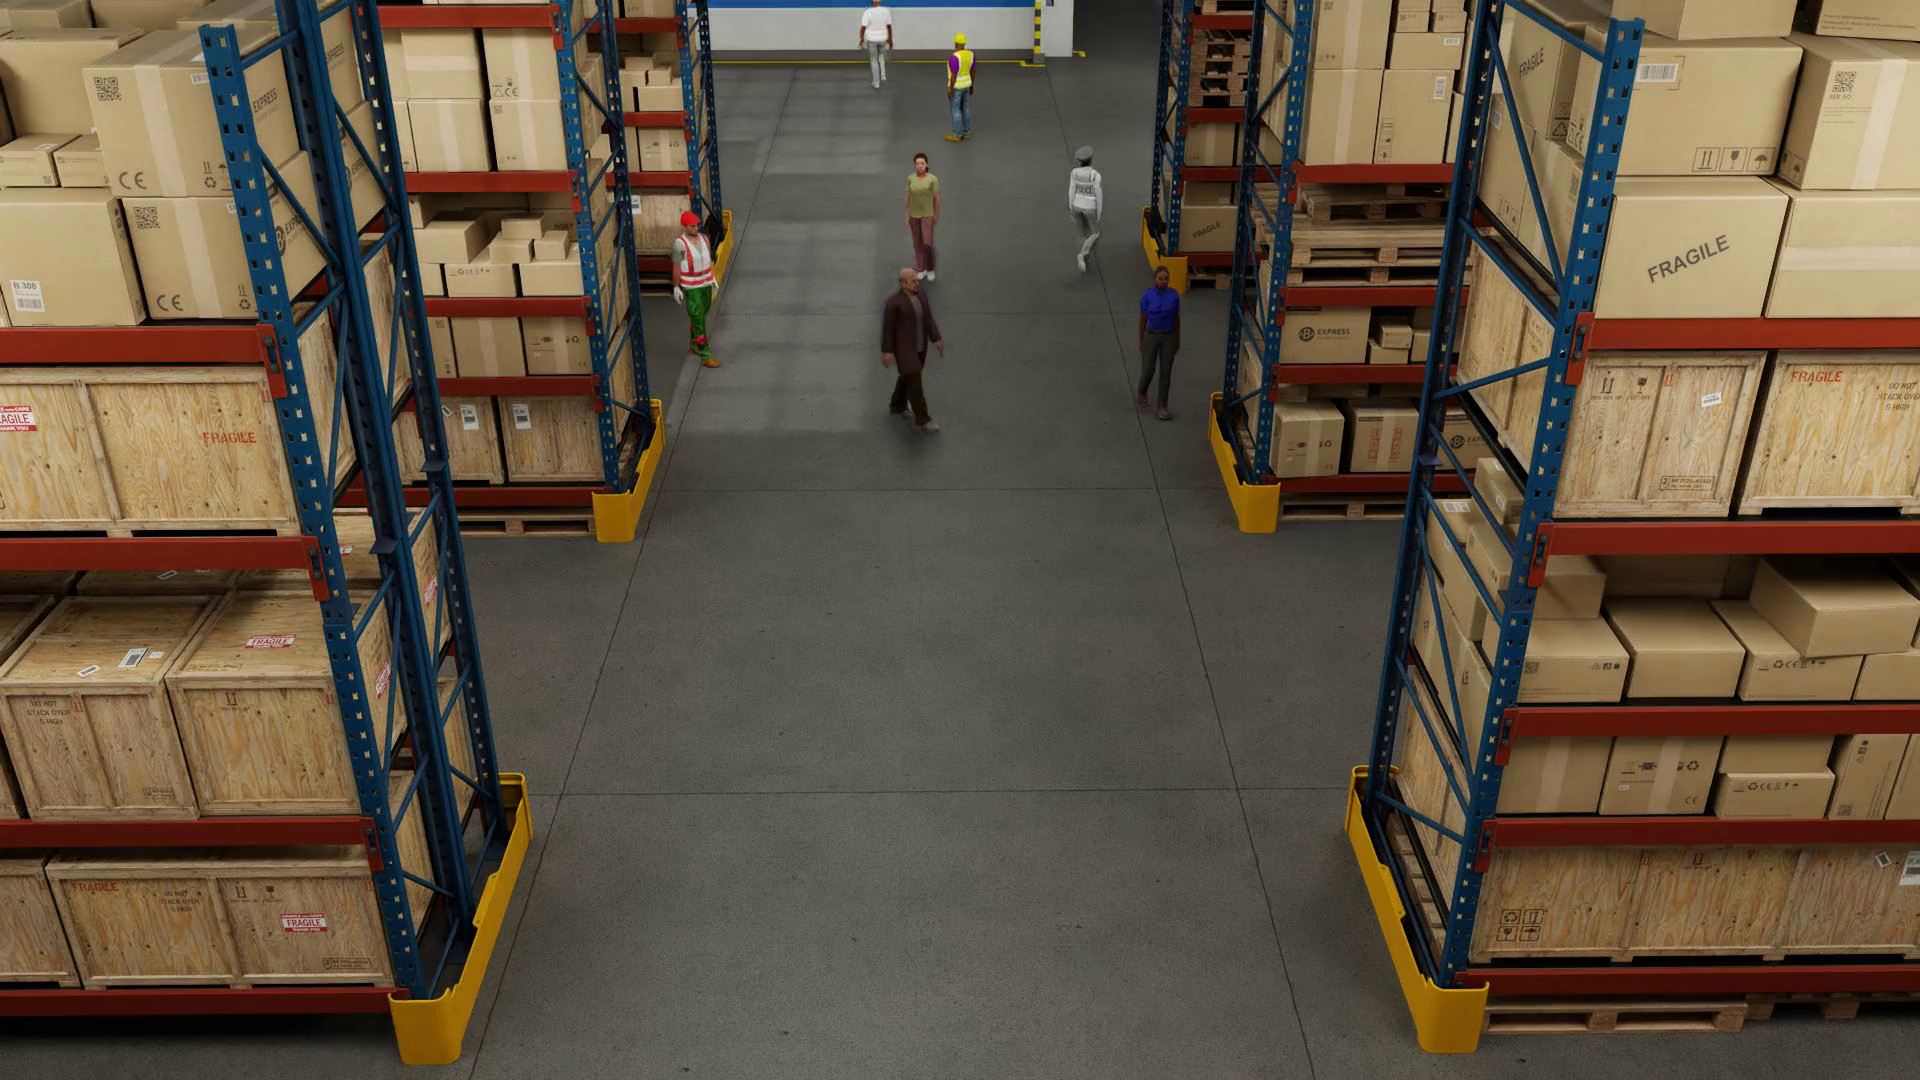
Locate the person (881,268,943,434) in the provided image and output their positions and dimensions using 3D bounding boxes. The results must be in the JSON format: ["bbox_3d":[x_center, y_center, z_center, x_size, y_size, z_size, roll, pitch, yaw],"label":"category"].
[{"bbox_3d":[-0.460,-2.017,17.615,0.894,1.760,0.609,20,34,33],"label":"person"}]

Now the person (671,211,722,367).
[{"bbox_3d":[-3.005,-2.942,19.351,0.763,1.778,0.571,23,36,36],"label":"person"}]

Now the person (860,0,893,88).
[{"bbox_3d":[-1.613,-9.502,31.551,0.625,1.763,0.493,-12,30,-21],"label":"person"}]

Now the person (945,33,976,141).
[{"bbox_3d":[-0.021,-7.692,28.212,0.385,1.771,0.563,24,36,37],"label":"person"}]

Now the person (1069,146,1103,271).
[{"bbox_3d":[1.668,-4.396,22.141,0.486,1.686,0.606,14,31,24],"label":"person"}]

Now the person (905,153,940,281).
[{"bbox_3d":[-0.518,-4.233,21.837,0.446,1.666,0.451,8,29,15],"label":"person"}]

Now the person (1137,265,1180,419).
[{"bbox_3d":[2.169,-2.155,18.031,0.452,1.668,0.532,-4,28,-7],"label":"person"}]
